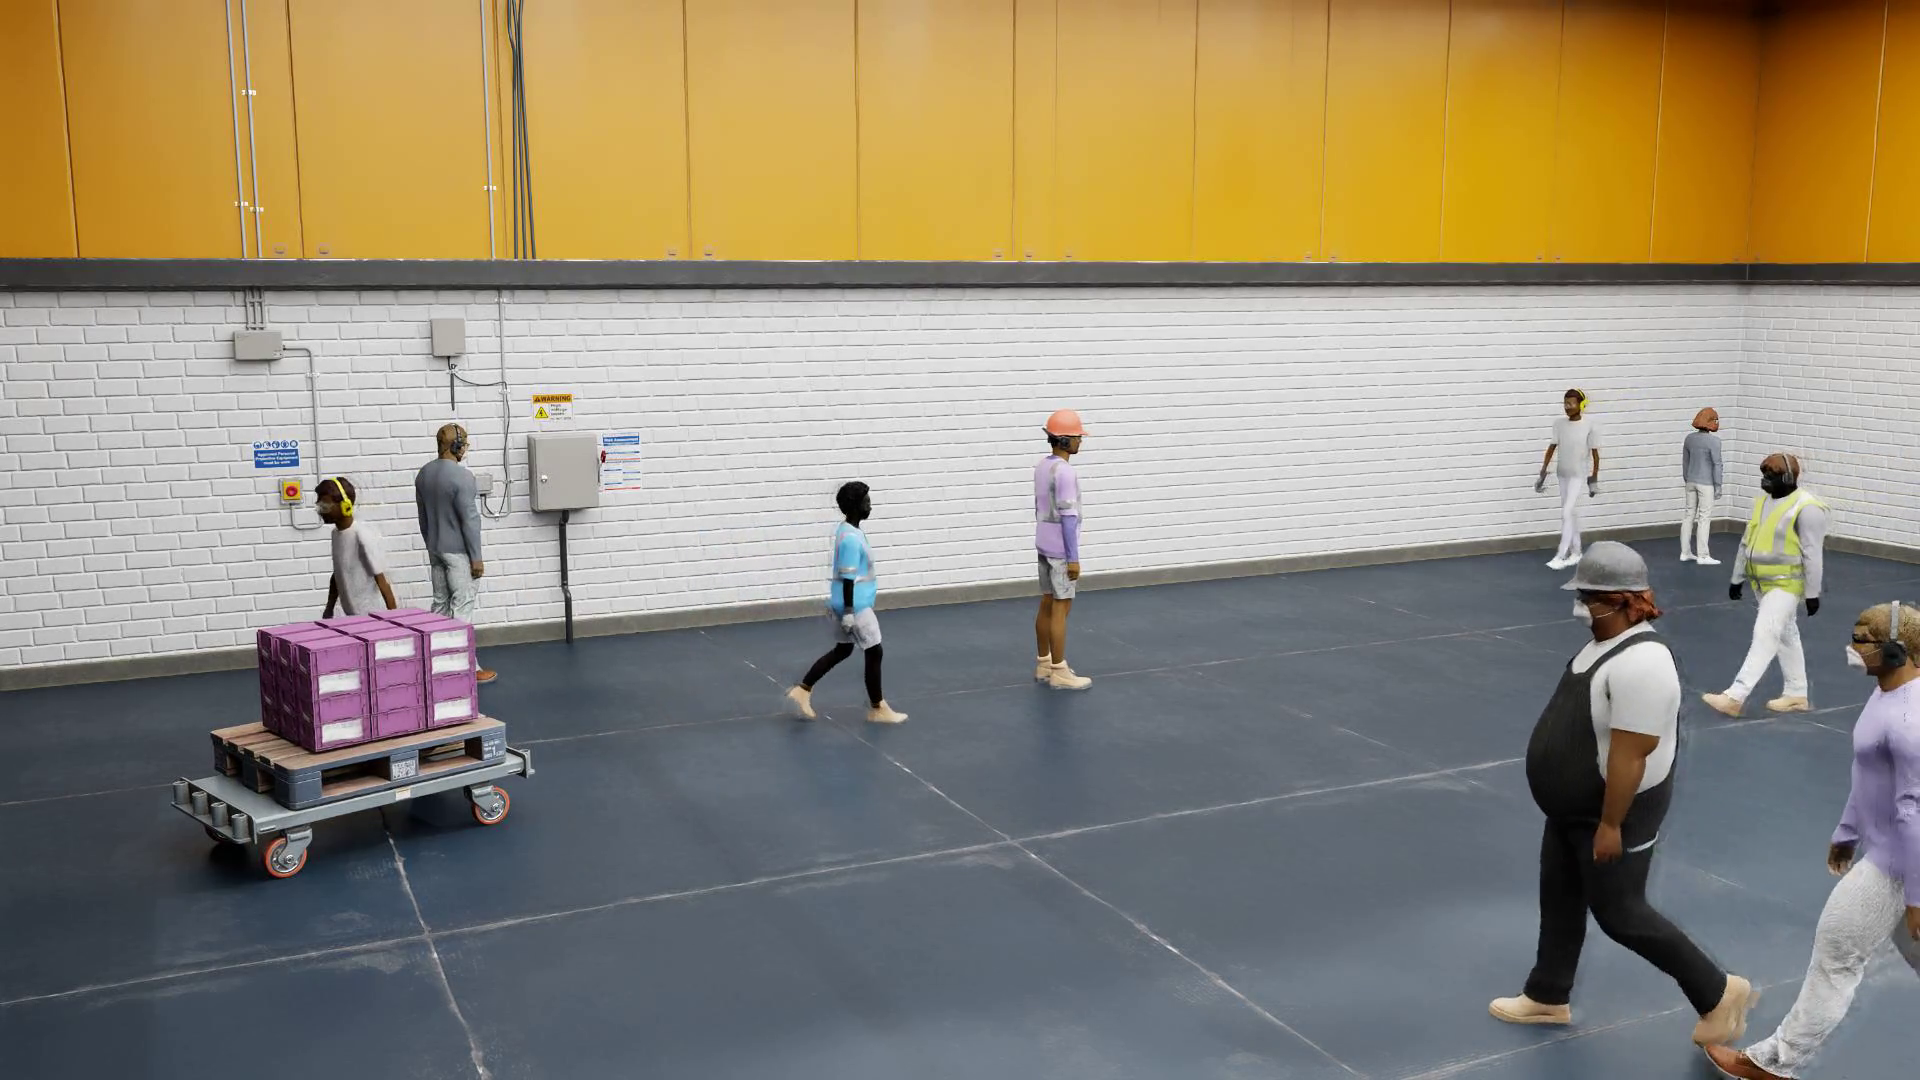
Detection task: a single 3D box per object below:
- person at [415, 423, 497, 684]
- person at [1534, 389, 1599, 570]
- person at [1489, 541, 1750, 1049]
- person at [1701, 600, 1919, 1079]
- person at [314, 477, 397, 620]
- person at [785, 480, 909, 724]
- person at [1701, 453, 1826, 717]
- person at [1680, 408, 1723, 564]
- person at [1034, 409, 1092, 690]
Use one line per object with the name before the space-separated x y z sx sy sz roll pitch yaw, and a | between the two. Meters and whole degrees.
person | -3.729 0.104 12.254 0.627 1.935 0.371 7 11 37
person | 6.179 -0.617 17.022 0.829 1.837 0.514 -6 11 -33
person | 2.605 0.980 6.486 0.846 2.000 0.688 1 9 6
person | 3.327 1.145 5.977 1.034 1.883 0.651 5 10 28
person | -3.680 0.509 10.138 0.989 1.805 0.573 -6 11 -34
person | -0.775 0.422 11.098 0.793 1.665 0.532 -1 9 -6
person | 5.475 0.309 11.372 0.918 1.798 0.659 -1 9 -6
person | 7.734 -0.563 17.326 0.282 1.633 0.500 -3 10 -20
person | 0.745 0.065 12.157 0.381 2.045 0.605 -3 10 -16
